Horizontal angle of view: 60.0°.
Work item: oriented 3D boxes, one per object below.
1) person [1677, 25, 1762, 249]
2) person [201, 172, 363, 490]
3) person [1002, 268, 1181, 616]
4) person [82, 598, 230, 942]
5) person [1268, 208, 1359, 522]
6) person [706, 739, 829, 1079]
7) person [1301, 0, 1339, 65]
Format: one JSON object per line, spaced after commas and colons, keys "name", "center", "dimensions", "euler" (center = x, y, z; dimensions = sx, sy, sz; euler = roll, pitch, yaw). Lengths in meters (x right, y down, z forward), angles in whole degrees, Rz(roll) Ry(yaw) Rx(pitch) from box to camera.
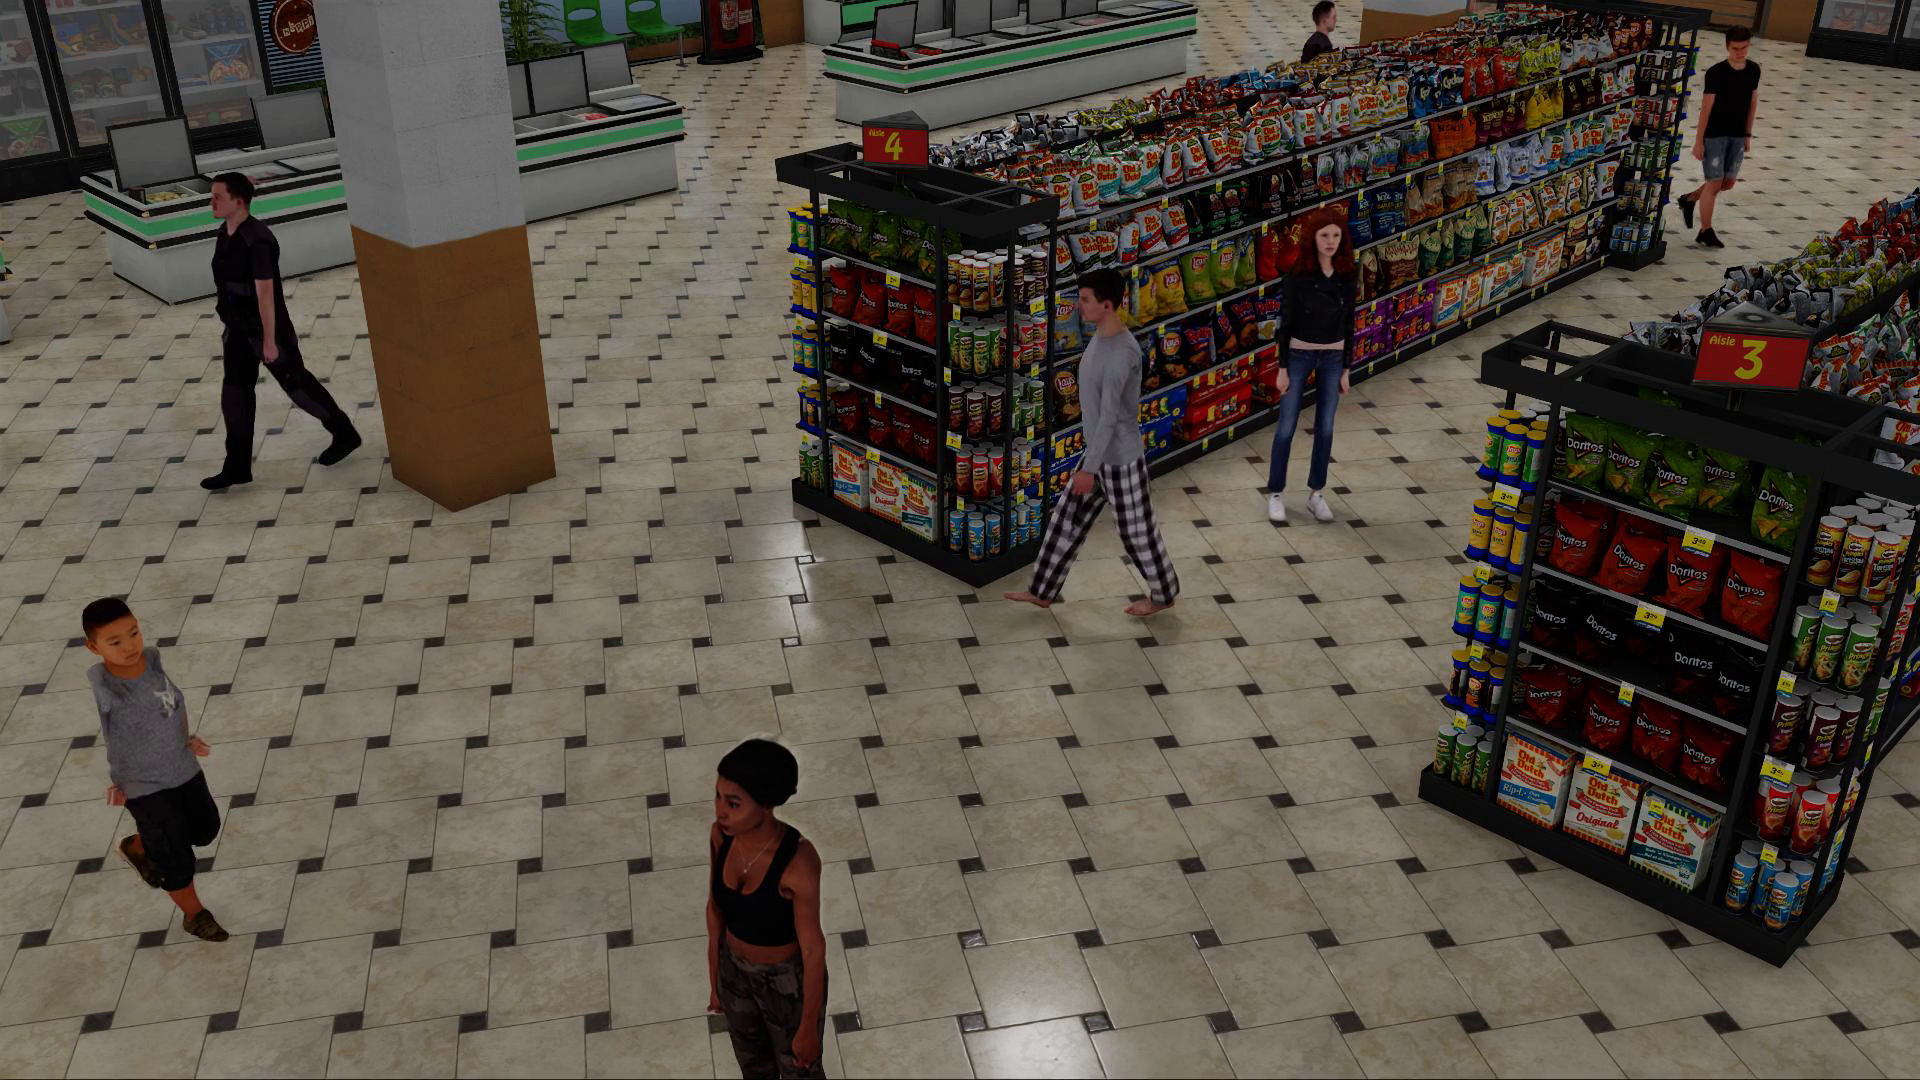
{"name": "person", "center": [6.295, -3.374, 13.890], "dimensions": [0.999, 1.817, 1.003], "euler": [-7, 28, -14]}
{"name": "person", "center": [-3.960, -1.208, 9.631], "dimensions": [0.744, 1.805, 1.171], "euler": [23, 35, 38]}
{"name": "person", "center": [0.834, -0.409, 8.059], "dimensions": [1.205, 1.801, 1.017], "euler": [-6, 28, -12]}
{"name": "person", "center": [-2.995, 0.791, 6.092], "dimensions": [0.781, 1.442, 0.860], "euler": [14, 30, 26]}
{"name": "person", "center": [1.939, -0.950, 9.142], "dimensions": [0.646, 1.788, 0.717], "euler": [-2, 27, -4]}
{"name": "person", "center": [-0.540, 1.294, 4.815], "dimensions": [0.596, 1.699, 0.536], "euler": [20, 33, 34]}
{"name": "person", "center": [3.057, -3.823, 14.785], "dimensions": [1.192, 1.808, 1.144], "euler": [0, 27, 1]}
